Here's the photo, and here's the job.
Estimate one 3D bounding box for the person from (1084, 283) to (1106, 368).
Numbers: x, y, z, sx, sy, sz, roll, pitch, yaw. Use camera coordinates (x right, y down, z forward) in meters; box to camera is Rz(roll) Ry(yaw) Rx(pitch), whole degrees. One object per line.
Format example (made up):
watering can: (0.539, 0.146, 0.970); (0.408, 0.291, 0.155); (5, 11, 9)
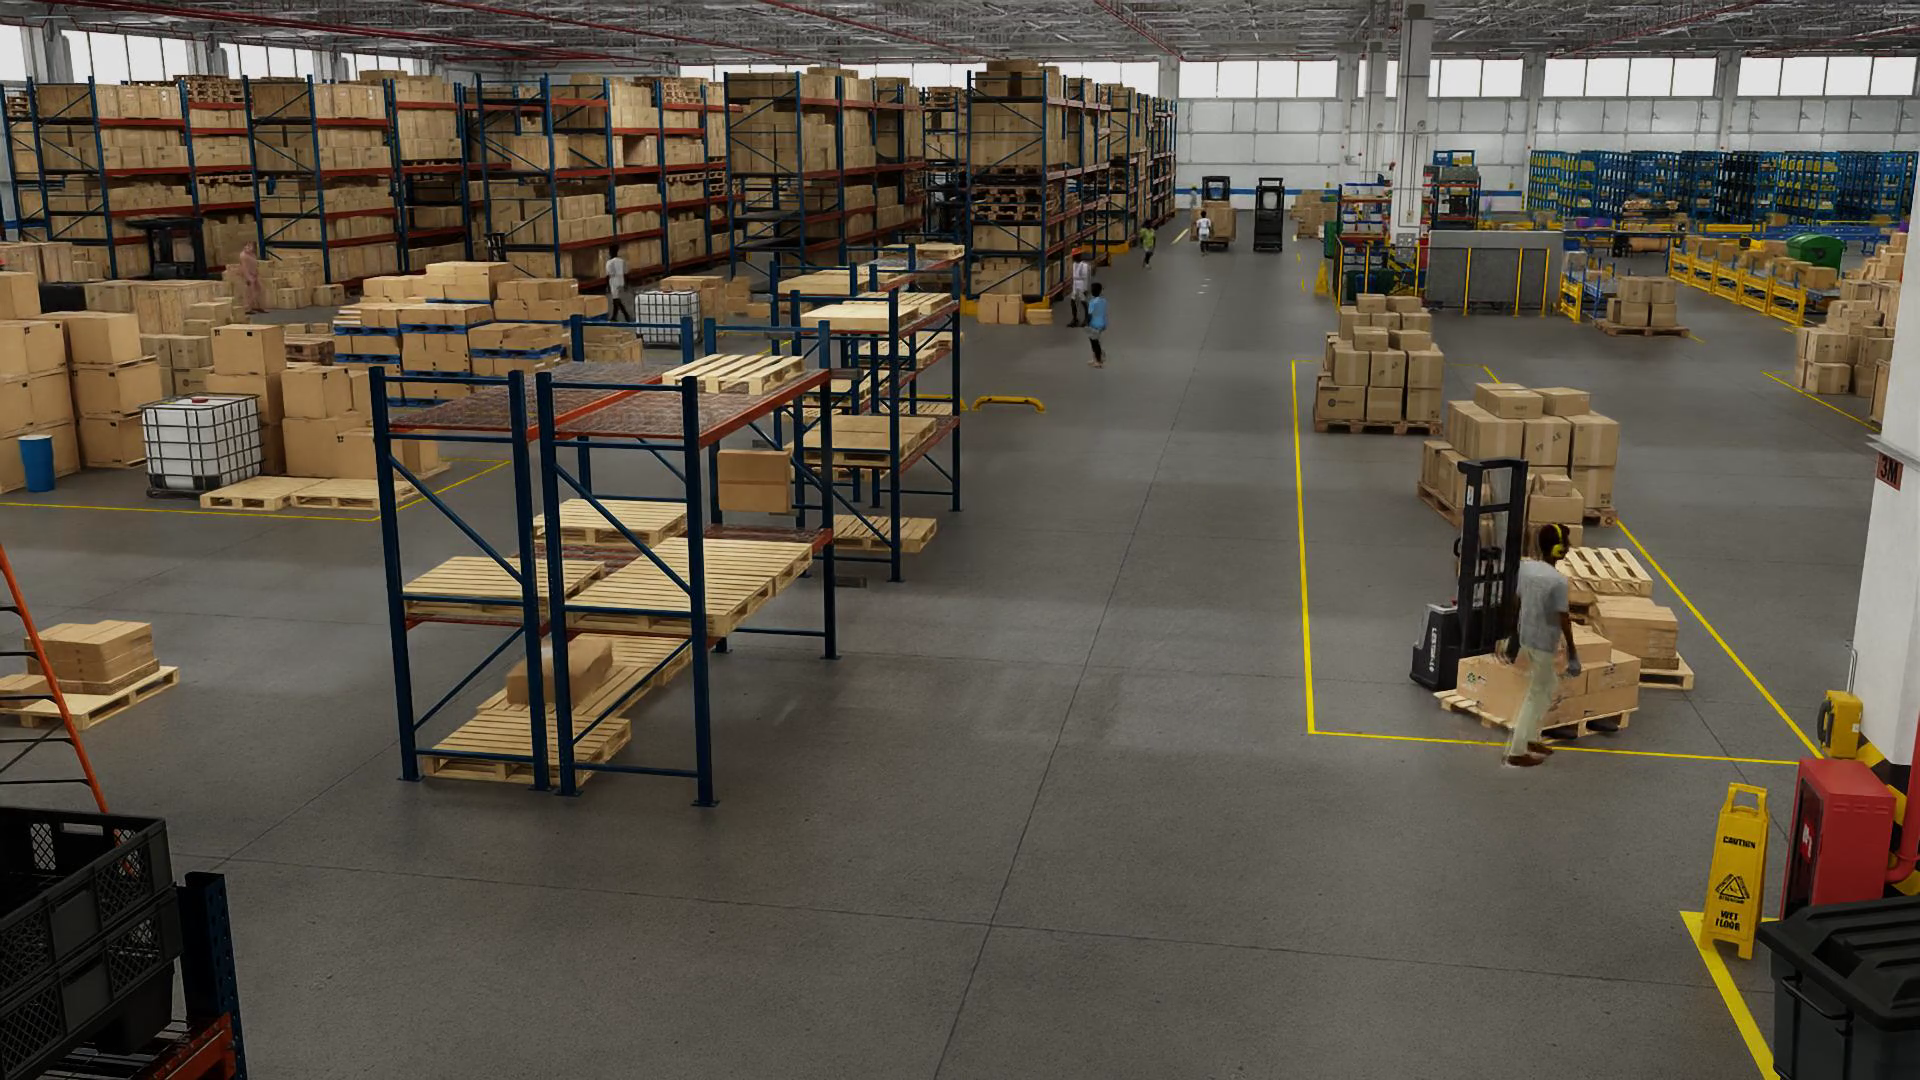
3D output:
person: (2.633, -4.253, 32.954); (0.567, 1.679, 0.537); (8, 16, 29)

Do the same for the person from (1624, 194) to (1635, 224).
person: (29.516, -14.333, 73.452); (0.584, 1.889, 0.647); (2, 14, 7)

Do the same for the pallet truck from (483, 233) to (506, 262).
pallet truck: (-11.832, -7.026, 43.548); (1.885, 1.965, 0.823); (8, 16, 28)

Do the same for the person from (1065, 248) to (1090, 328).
person: (2.809, -5.988, 39.567); (0.826, 1.880, 0.640); (-8, 16, -31)

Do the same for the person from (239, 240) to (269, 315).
person: (-17.986, -6.682, 42.371); (0.669, 1.882, 0.688); (1, 14, 4)

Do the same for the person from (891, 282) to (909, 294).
person: (-1.212, -4.812, 34.842); (1.018, 1.870, 0.615); (-13, 19, -43)

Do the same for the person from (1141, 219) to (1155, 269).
person: (6.359, -10.050, 56.472); (0.540, 1.674, 0.614); (-5, 15, -20)

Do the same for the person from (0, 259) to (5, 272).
person: (-20.580, -5.086, 35.768); (1.002, 1.942, 0.630); (7, 15, 26)

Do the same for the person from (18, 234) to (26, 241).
person: (-27.628, -8.225, 49.177); (0.532, 1.624, 0.422); (-8, 16, -28)

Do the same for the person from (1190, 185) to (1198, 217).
person: (12.787, -18.397, 90.266); (0.741, 1.715, 0.514); (12, 18, 40)

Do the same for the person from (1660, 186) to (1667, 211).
person: (37.170, -17.947, 88.269); (0.759, 1.804, 0.627); (0, 14, 0)

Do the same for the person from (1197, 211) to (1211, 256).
person: (9.140, -11.490, 62.381); (0.542, 1.636, 0.901); (2, 14, 7)

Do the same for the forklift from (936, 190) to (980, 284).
forklift: (-0.022, -9.285, 50.901); (1.129, 2.768, 1.873); (3, 14, 10)

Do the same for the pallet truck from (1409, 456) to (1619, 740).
pallet truck: (4.504, 0.400, 13.395); (0.823, 1.965, 1.885); (-6, 15, -23)

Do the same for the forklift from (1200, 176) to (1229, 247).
forklift: (10.361, -13.347, 67.393); (1.129, 2.768, 1.873); (3, 14, 10)

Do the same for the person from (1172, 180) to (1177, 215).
person: (11.840, -18.958, 92.172); (0.592, 1.904, 0.597); (-1, 14, -4)

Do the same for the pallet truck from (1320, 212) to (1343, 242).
pallet truck: (15.874, -13.227, 70.310); (0.680, 1.201, 1.601); (10, 17, 35)

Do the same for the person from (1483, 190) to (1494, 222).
person: (25.459, -15.932, 80.053); (0.664, 1.832, 0.565); (-1, 14, -3)

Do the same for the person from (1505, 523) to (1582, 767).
person: (4.315, 0.779, 12.153); (0.610, 1.847, 0.531); (-3, 14, -14)

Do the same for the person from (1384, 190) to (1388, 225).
person: (20.924, -16.288, 81.646); (0.323, 1.755, 0.564); (7, 16, 27)

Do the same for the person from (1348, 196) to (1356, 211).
person: (17.416, -14.445, 74.046); (0.616, 1.811, 0.604); (4, 14, 16)

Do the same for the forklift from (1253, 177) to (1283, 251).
forklift: (12.083, -12.747, 64.956); (1.129, 2.768, 1.873); (3, 14, 10)

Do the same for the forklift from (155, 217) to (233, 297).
forklift: (-16.462, -5.466, 35.396); (1.129, 2.768, 1.873); (3, 14, 10)

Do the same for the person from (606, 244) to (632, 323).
person: (-8.294, -6.213, 40.369); (0.883, 1.941, 0.604); (9, 17, 33)
